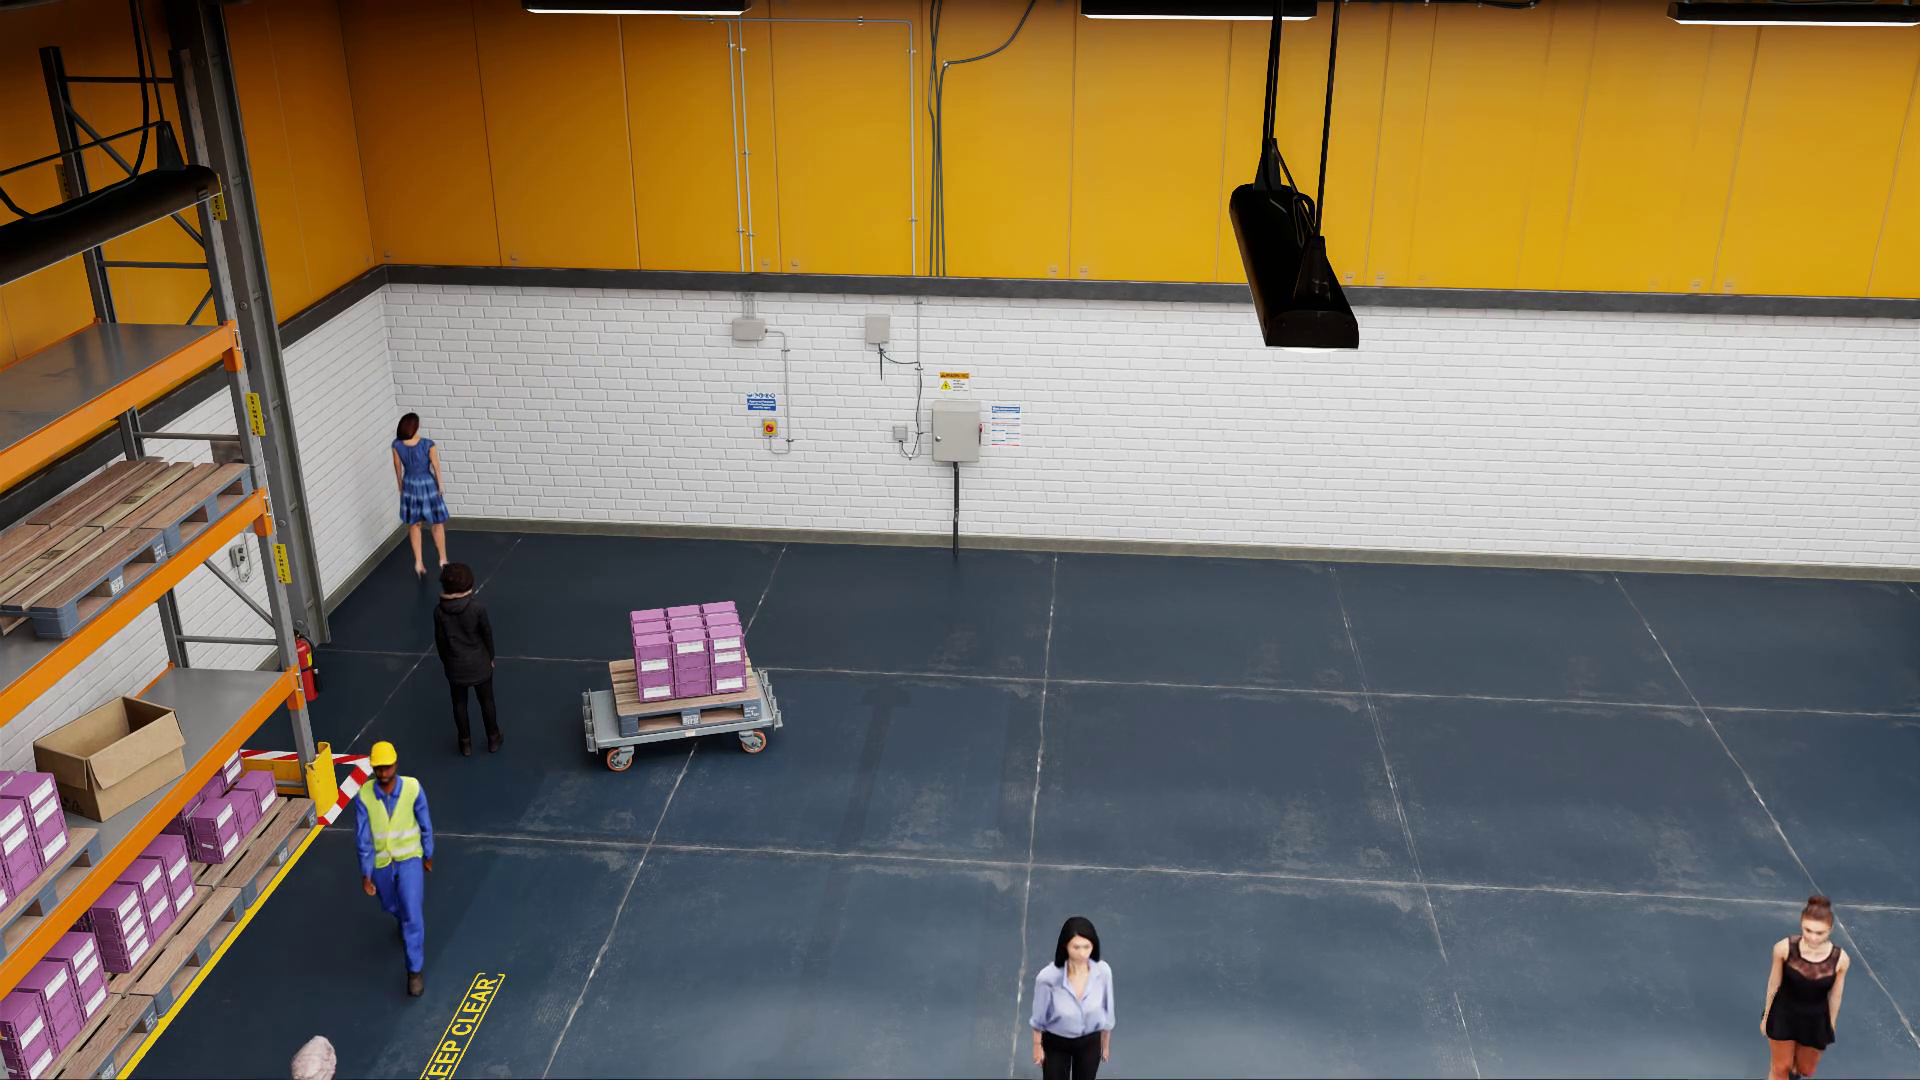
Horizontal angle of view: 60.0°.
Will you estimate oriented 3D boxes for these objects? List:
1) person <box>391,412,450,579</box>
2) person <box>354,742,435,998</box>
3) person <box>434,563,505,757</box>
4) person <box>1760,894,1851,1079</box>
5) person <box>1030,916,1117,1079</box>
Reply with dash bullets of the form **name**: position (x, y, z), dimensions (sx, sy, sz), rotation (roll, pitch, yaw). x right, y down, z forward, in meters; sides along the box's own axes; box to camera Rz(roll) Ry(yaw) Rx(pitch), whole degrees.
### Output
- **person**: position (-5.655, -0.470, 17.424), dimensions (0.690, 1.806, 0.674), rotation (-1, 24, -3)
- **person**: position (-3.888, 2.157, 11.434), dimensions (0.912, 1.789, 1.249), rotation (-5, 24, -12)
- **person**: position (-4.165, 1.009, 14.070), dimensions (0.686, 1.781, 0.690), rotation (-4, 24, -10)
- **person**: position (5.060, 2.829, 10.052), dimensions (0.745, 1.665, 0.911), rotation (9, 25, 20)
- **person**: position (0.637, 2.914, 9.767), dimensions (0.760, 1.738, 0.801), rotation (-4, 24, -9)
